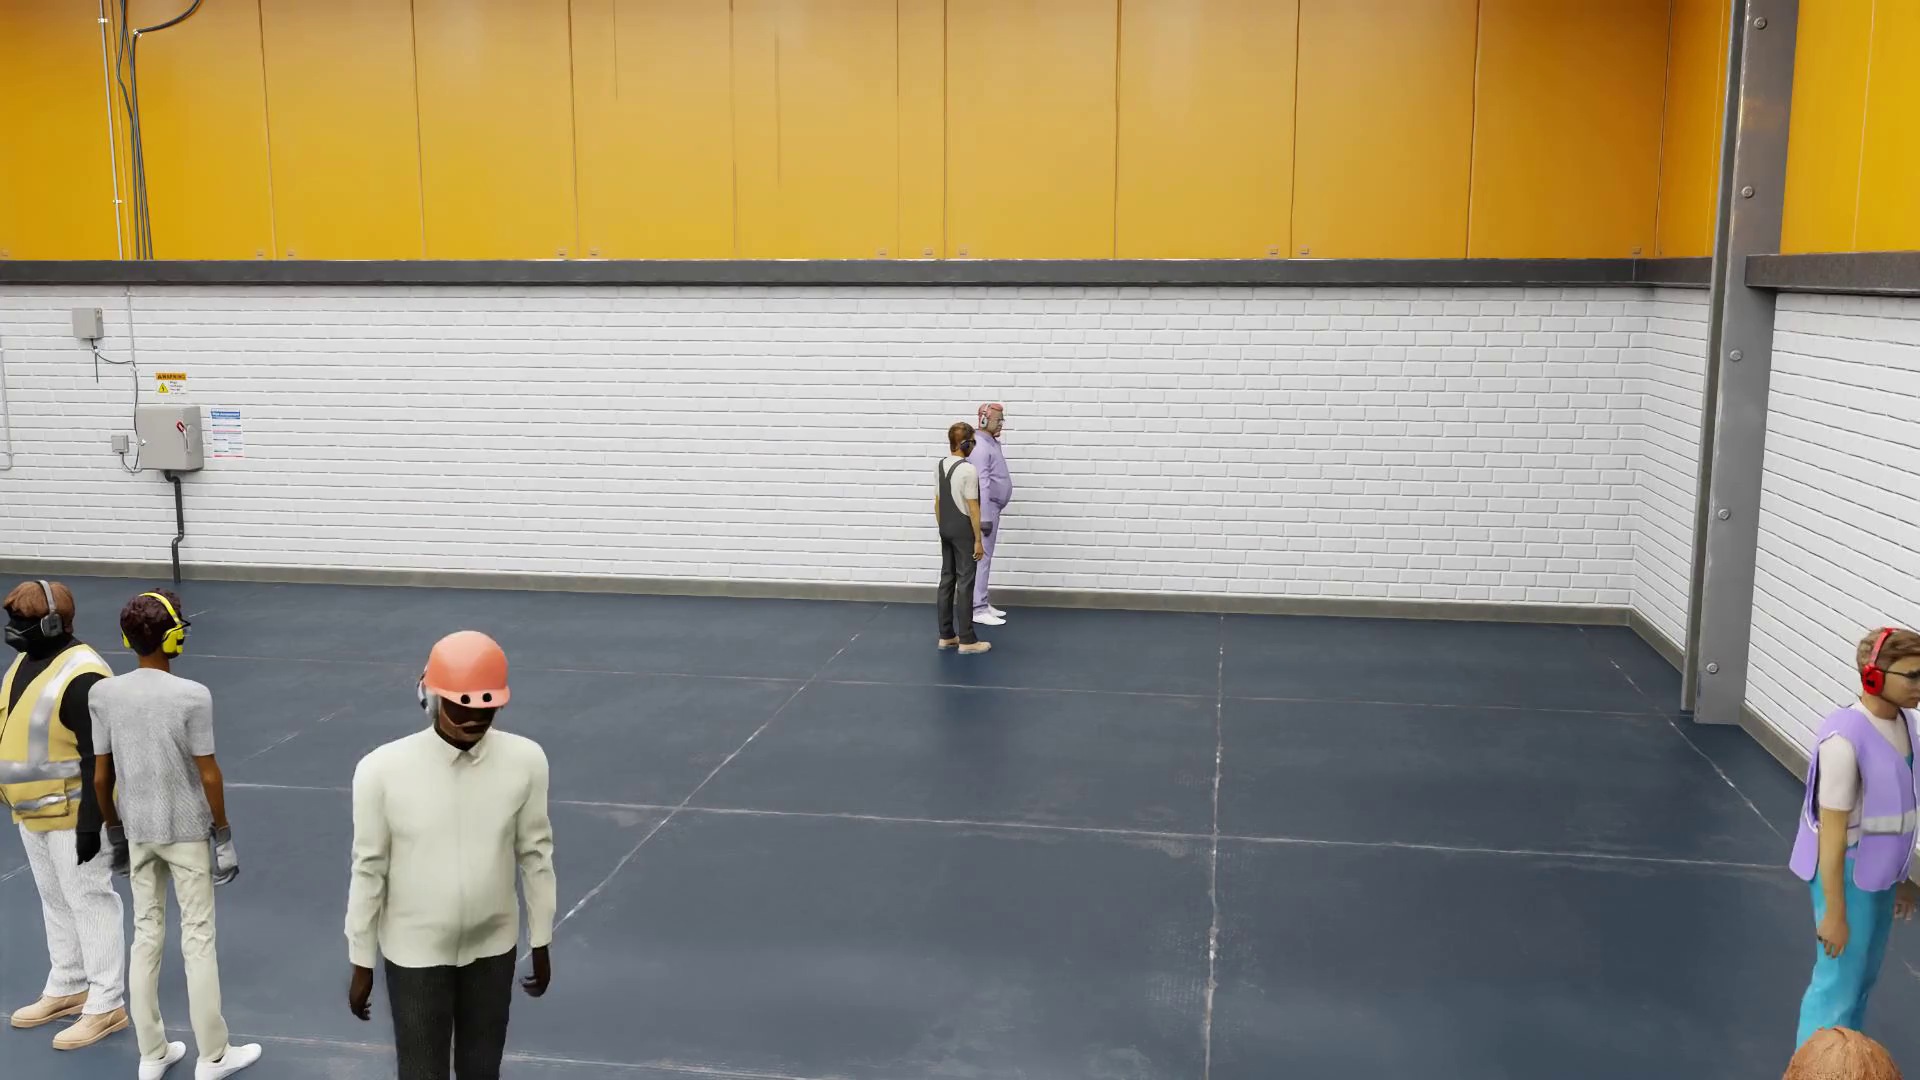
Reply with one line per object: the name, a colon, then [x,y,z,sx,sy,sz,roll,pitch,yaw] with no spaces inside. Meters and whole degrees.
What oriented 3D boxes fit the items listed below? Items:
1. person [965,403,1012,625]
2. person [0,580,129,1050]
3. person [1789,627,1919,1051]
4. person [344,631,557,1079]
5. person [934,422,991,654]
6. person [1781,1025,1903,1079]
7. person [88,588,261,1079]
person: [0.250,-0.232,14.354,0.402,1.904,0.639,1,9,5]
person: [-3.550,1.064,6.544,0.619,1.845,0.430,7,12,38]
person: [3.088,1.192,5.748,0.568,1.842,0.376,-9,13,-43]
person: [-1.524,1.240,5.066,0.634,1.971,0.440,-6,11,-34]
person: [0.004,-0.017,13.215,0.346,1.843,0.507,-8,12,-39]
person: [1.628,1.738,3.096,0.507,1.607,0.683,2,9,13]
person: [-2.941,1.109,6.196,0.517,1.869,0.328,1,9,8]
